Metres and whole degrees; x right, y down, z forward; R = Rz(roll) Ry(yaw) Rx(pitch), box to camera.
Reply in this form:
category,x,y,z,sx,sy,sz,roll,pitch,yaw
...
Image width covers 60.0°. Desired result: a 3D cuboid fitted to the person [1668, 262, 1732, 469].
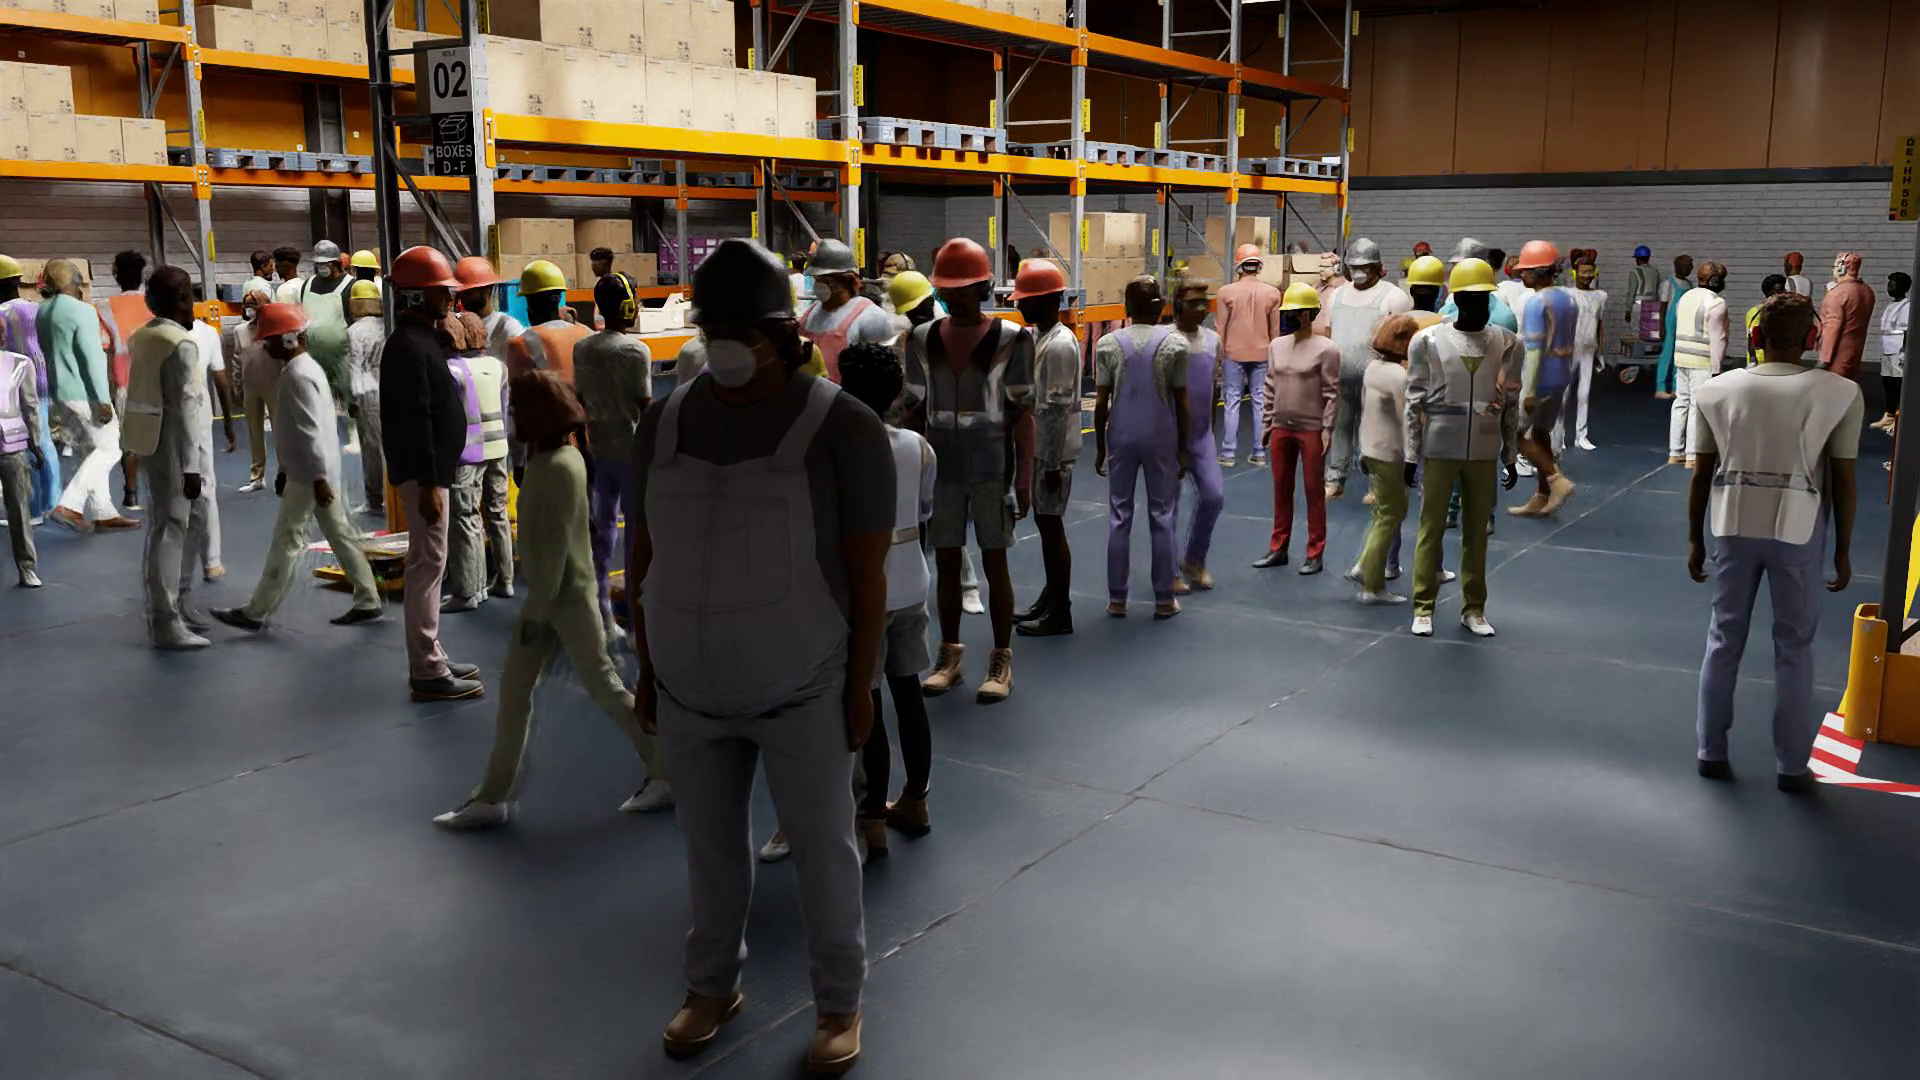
category,x,y,z,sx,sy,sz,roll,pitch,yaw
person,6.594,-1.546,14.795,0.432,1.836,0.619,-2,10,-10

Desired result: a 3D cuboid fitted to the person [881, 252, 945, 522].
category,x,y,z,sx,sy,sz,roll,pitch,yaw
person,-0.402,-1.078,11.896,0.629,1.936,0.371,6,12,28

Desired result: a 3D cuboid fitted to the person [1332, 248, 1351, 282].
category,x,y,z,sx,sy,sz,roll,pitch,yaw
person,6.324,-3.886,27.547,0.397,1.910,0.587,3,11,16

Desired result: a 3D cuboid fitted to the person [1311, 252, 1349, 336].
category,x,y,z,sx,sy,sz,roll,pitch,yaw
person,3.748,-1.970,16.959,0.398,1.900,0.643,-6,12,-30

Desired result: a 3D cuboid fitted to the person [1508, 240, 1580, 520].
category,x,y,z,sx,sy,sz,roll,pitch,yaw
person,4.187,-1.123,11.917,0.518,2.021,0.644,10,14,44

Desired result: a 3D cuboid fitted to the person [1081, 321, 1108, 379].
category,x,y,z,sx,sy,sz,roll,pitch,yaw
person,1.973,-3.362,24.420,0.408,1.985,0.621,-9,13,-40

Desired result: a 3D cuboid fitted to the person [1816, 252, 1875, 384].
category,x,y,z,sx,sy,sz,roll,pitch,yaw
person,8.265,-1.740,15.647,0.648,1.907,0.409,-7,12,-34

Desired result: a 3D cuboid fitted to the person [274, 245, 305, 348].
category,x,y,z,sx,sy,sz,roll,pitch,yaw
person,-6.667,-1.958,16.687,0.368,1.967,0.602,0,10,2

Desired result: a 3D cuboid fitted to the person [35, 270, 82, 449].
category,x,y,z,sx,sy,sz,roll,pitch,yaw
person,-8.781,-1.751,16.155,0.569,1.744,0.357,1,10,3

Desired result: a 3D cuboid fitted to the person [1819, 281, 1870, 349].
category,x,y,z,sx,sy,sz,roll,pitch,yaw
person,10.459,-2.430,19.678,0.567,1.837,0.389,-1,10,-8

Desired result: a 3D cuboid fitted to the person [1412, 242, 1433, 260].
category,x,y,z,sx,sy,sz,roll,pitch,yaw
person,7.468,-3.855,27.118,0.397,1.992,0.623,2,10,10

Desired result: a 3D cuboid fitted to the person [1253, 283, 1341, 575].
category,x,y,z,sx,sy,sz,roll,pitch,yaw
person,2.055,-0.675,10.131,0.312,1.768,0.529,-10,14,-44

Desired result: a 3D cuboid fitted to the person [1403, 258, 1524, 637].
category,x,y,z,sx,sy,sz,roll,pitch,yaw
person,2.563,-0.463,8.500,0.593,1.930,0.355,0,10,2

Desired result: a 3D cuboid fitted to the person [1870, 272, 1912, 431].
category,x,y,z,sx,sy,sz,roll,pitch,yaw
person,9.961,-2.000,17.697,0.321,1.690,0.537,0,10,3

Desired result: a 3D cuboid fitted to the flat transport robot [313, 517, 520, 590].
category,x,y,z,sx,sy,sz,roll,pitch,yaw
flat transport robot,-3.135,0.066,10.171,0.652,0.197,1.431,7,12,34

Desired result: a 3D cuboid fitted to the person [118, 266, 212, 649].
category,x,y,z,sx,sy,sz,roll,pitch,yaw
person,-3.976,-0.422,8.384,0.455,1.888,0.692,-9,13,-40

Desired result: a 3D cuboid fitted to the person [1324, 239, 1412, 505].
category,x,y,z,sx,sy,sz,roll,pitch,yaw
person,3.060,-1.289,12.774,0.690,2.000,0.538,8,13,39

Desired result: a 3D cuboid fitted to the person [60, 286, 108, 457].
category,x,y,z,sx,sy,sz,roll,pitch,yaw
person,-8.295,-1.605,15.632,0.514,1.641,0.309,-8,13,-36

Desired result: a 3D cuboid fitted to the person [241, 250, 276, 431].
category,x,y,z,sx,sy,sz,roll,pitch,yaw
person,-7.437,-2.115,17.711,0.396,1.913,0.587,-8,13,-39

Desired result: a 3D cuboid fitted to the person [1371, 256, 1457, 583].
category,x,y,z,sx,sy,sz,roll,pitch,yaw
person,2.711,-0.698,9.811,0.594,1.926,0.369,7,12,35

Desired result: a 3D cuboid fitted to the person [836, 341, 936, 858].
category,x,y,z,sx,sy,sz,roll,pitch,yaw
person,-0.284,0.194,5.508,0.317,1.695,0.540,7,12,35

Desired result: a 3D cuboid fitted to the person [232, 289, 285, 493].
category,x,y,z,sx,sy,sz,roll,pitch,yaw
person,-5.600,-1.191,13.361,0.499,1.633,0.286,2,10,9

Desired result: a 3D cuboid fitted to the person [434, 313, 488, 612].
category,x,y,z,sx,sy,sz,roll,pitch,yaw
person,-2.761,-0.424,9.116,0.315,1.632,0.523,-1,10,-6

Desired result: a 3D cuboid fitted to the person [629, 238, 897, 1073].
category,x,y,z,sx,sy,sz,roll,pitch,yaw
person,-0.516,0.291,4.018,0.677,2.000,0.535,3,11,17

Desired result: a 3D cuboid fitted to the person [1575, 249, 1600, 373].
category,x,y,z,sx,sy,sz,roll,pitch,yaw
person,9.576,-3.484,25.371,0.338,1.882,0.583,4,11,19

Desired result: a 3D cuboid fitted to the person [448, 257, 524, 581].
category,x,y,z,sx,sy,sz,roll,pitch,yaw
person,-2.876,-0.705,9.858,0.587,1.919,0.492,6,12,32

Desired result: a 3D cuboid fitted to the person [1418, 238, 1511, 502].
category,x,y,z,sx,sy,sz,roll,pitch,yaw
person,3.843,-1.290,12.776,0.535,2.000,0.674,-4,11,-22

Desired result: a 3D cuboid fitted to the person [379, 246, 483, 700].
category,x,y,z,sx,sy,sz,roll,pitch,yaw
person,-2.353,-0.292,7.373,0.381,1.994,0.622,-3,11,-17

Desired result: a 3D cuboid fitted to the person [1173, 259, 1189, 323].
category,x,y,z,sx,sy,sz,roll,pitch,yaw
person,3.306,-3.302,24.777,0.315,1.737,0.486,-2,11,-13

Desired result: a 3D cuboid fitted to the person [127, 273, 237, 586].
category,x,y,z,sx,sy,sz,roll,pitch,yaw
person,-4.558,-0.646,9.778,0.568,1.838,0.348,-9,13,-40

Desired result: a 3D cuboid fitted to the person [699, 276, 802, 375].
category,x,y,z,sx,sy,sz,roll,pitch,yaw
person,-0.780,-0.134,6.732,0.401,1.915,0.591,9,14,42
